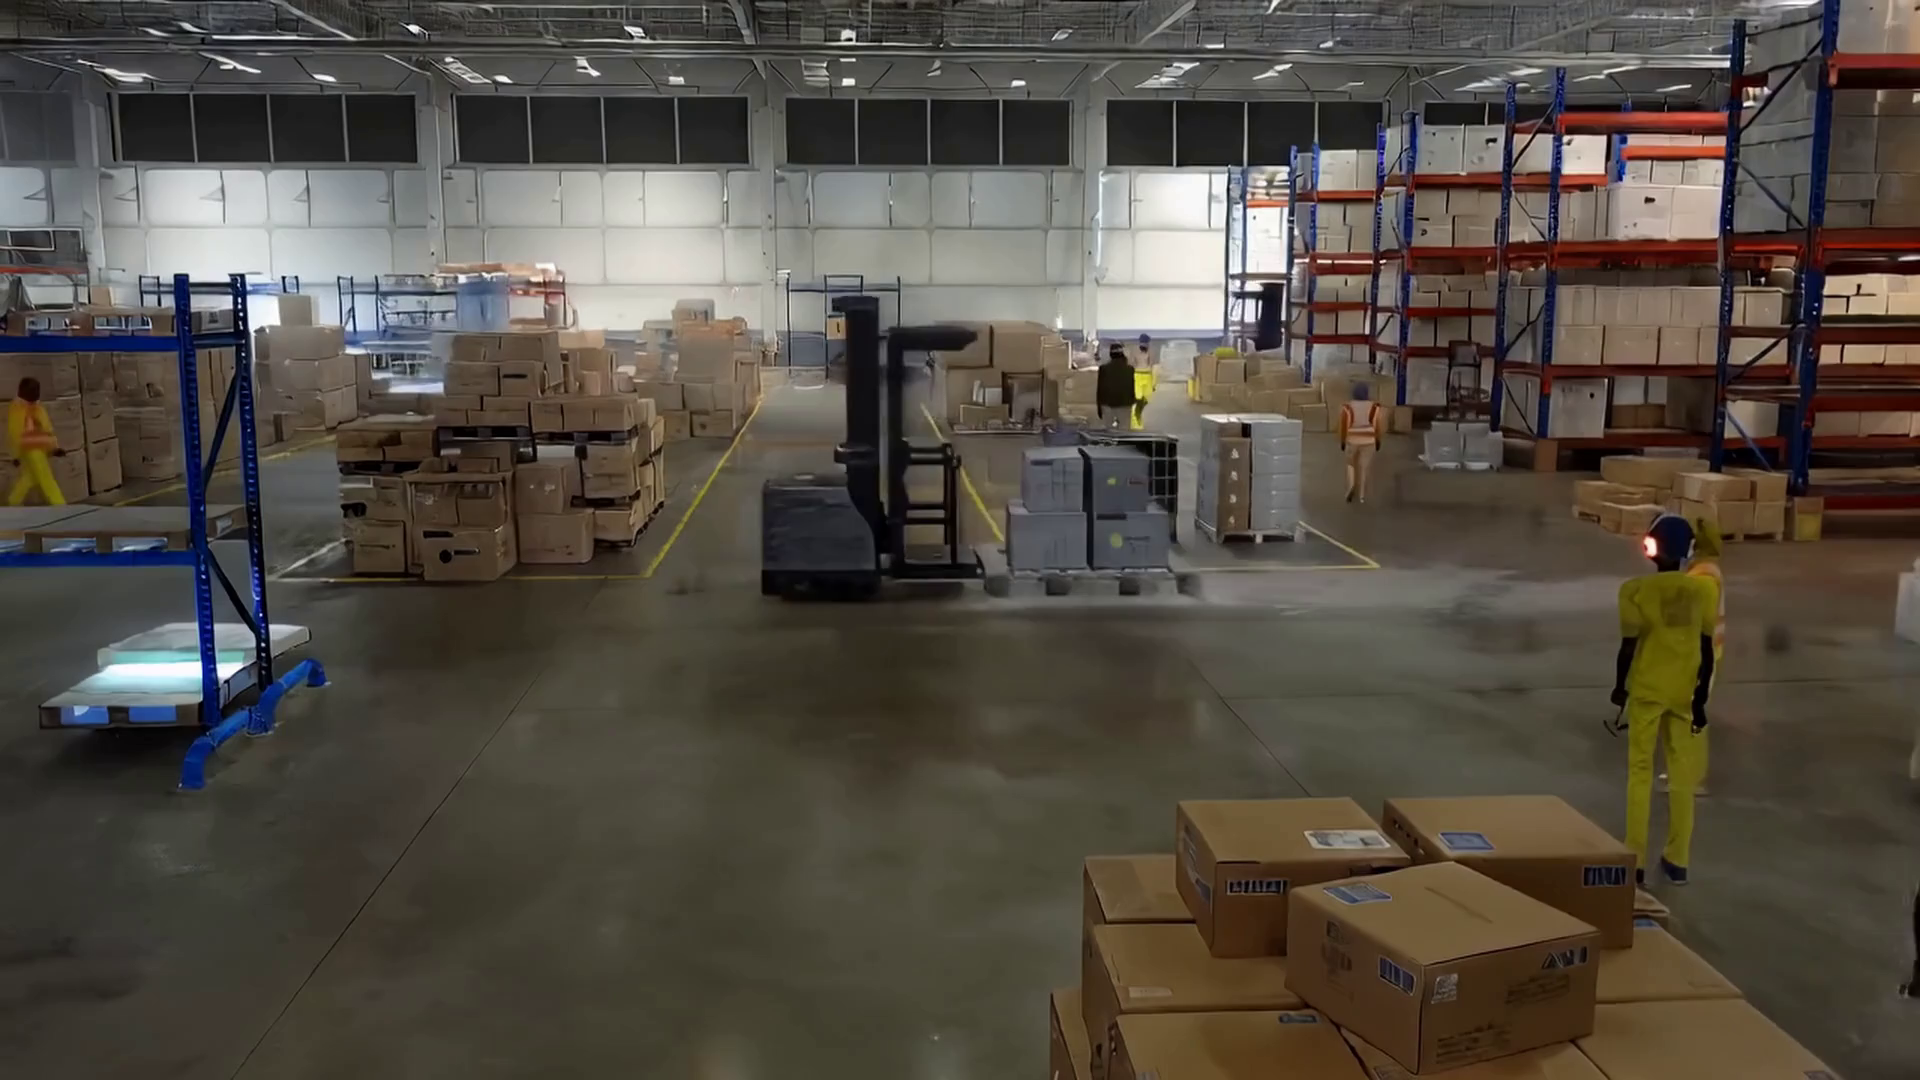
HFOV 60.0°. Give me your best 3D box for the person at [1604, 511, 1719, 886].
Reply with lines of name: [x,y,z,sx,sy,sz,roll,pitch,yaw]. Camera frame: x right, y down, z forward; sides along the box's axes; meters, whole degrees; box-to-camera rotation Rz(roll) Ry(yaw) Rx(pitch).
person: [3.461,0.789,8.243,0.514,1.872,0.328,-1,9,-4]

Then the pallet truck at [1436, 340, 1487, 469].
pallet truck: [8.004,-2.170,26.422,0.823,1.965,1.885,2,9,14]

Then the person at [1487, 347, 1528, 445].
person: [9.642,-2.555,29.502,0.970,1.793,0.643,-1,9,-6]

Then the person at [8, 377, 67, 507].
person: [-11.309,-1.100,20.385,1.005,1.783,0.624,-2,9,-10]

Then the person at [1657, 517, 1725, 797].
person: [4.272,0.676,9.679,0.310,1.636,0.522,3,9,18]

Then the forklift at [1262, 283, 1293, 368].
forklift: [8.011,-5.196,42.657,1.873,2.768,1.129,-1,9,-4]

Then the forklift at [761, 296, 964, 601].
forklift: [-0.935,-0.897,15.664,1.873,2.768,1.129,-1,9,-4]

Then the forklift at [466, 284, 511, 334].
forklift: [-10.636,-4.409,37.714,1.129,2.768,1.873,-7,11,-36]

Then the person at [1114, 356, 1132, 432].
person: [2.667,-2.235,27.767,0.531,1.697,0.320,-5,10,-30]

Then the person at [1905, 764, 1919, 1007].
person: [4.162,0.984,6.754,0.510,1.947,0.609,-1,9,-8]

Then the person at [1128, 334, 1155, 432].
person: [3.492,-3.066,32.352,0.542,1.908,0.827,-2,9,-15]

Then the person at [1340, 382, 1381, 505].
person: [5.302,-1.278,22.004,0.534,1.625,0.465,2,9,13]

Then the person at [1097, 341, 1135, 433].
person: [2.447,-2.127,26.159,0.612,1.995,0.382,-1,9,-8]
